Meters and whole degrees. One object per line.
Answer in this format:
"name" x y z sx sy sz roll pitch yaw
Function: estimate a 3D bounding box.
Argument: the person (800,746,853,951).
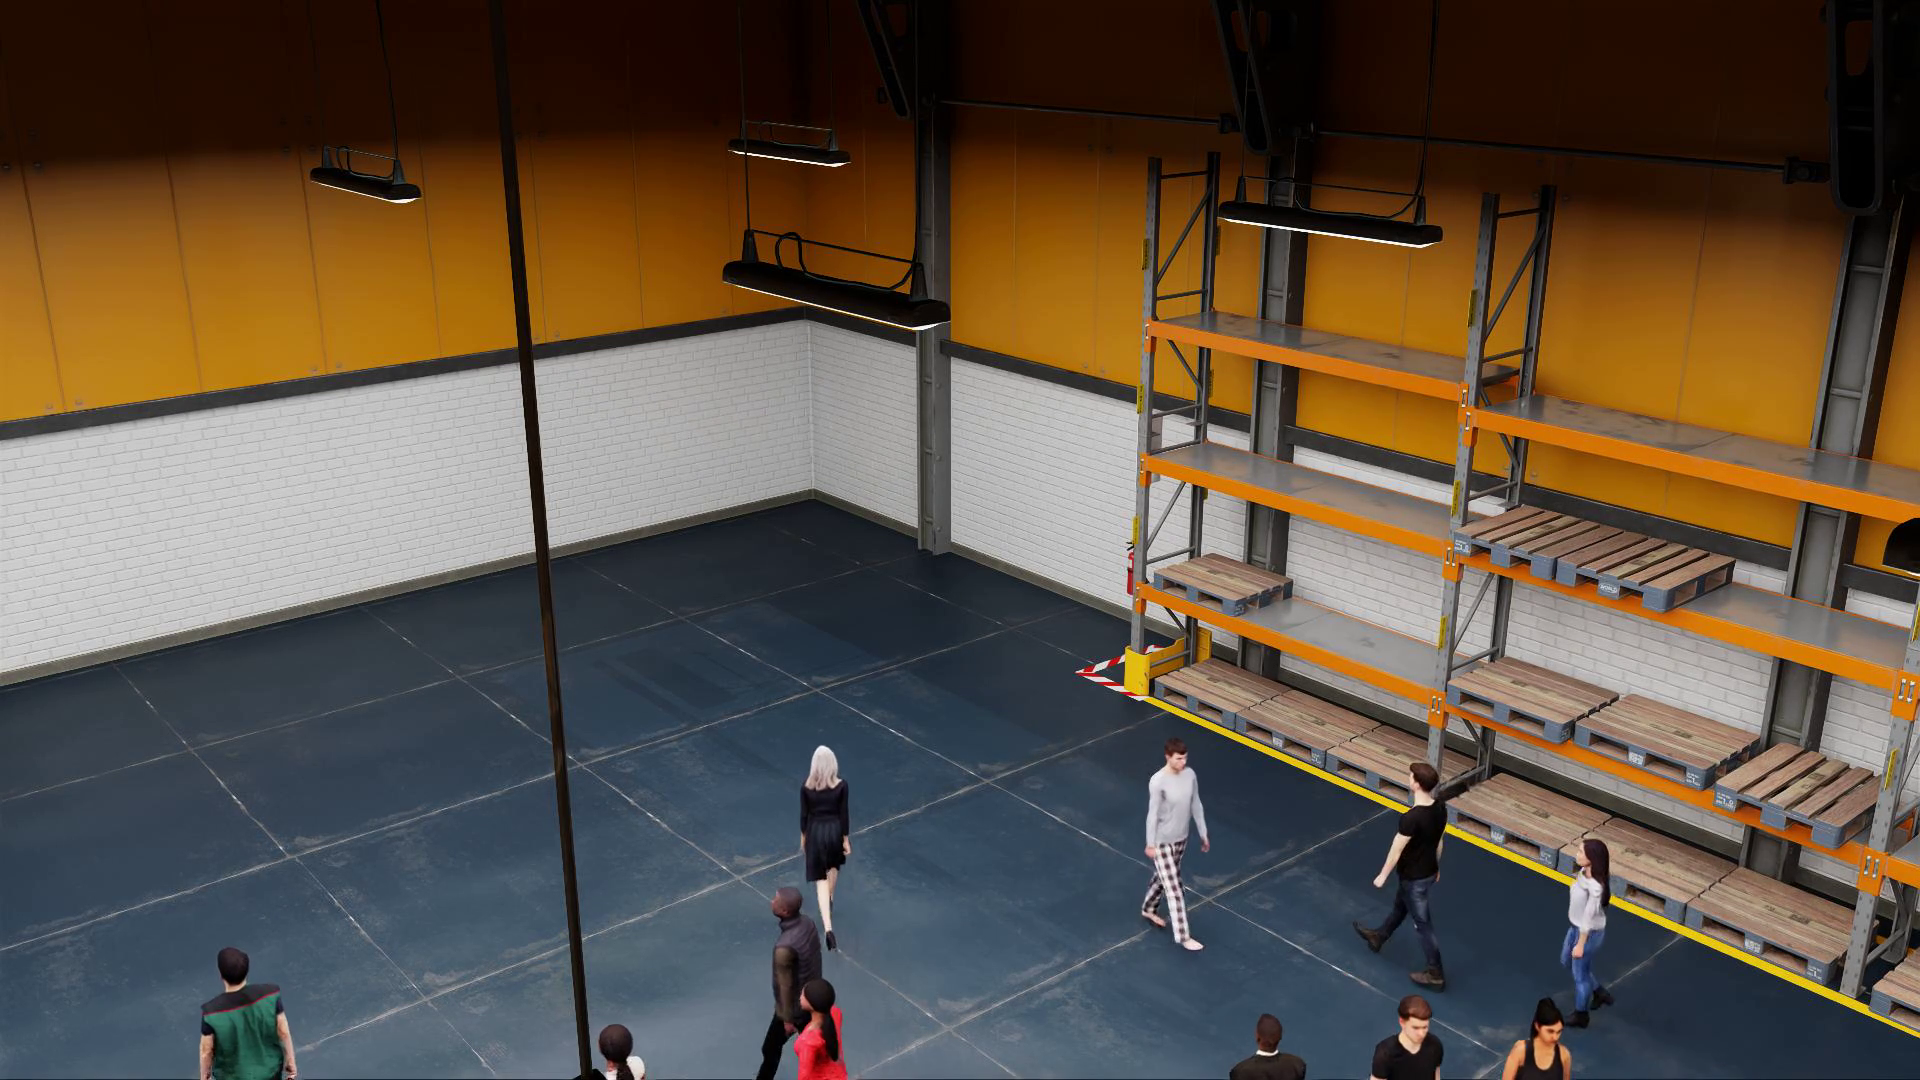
"person" -1.125 2.597 13.898 0.989 1.696 1.224 -3 19 -8

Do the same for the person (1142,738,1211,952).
"person" 1.718 2.482 14.051 0.686 1.816 1.068 -14 23 -35

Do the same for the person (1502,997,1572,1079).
"person" 3.650 3.670 10.784 0.727 1.649 0.761 -3 19 -7

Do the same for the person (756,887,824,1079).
"person" -1.070 3.280 11.699 1.179 1.805 1.041 5 19 16

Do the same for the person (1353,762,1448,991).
"person" 3.726 2.722 13.277 0.738 1.855 1.168 -17 25 -42

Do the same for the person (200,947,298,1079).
"person" -4.581 3.558 10.797 0.712 1.854 1.226 -14 23 -36

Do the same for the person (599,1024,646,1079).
"person" -2.045 3.809 10.292 1.210 1.700 0.882 9 21 25

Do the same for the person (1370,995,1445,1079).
"person" 2.774 3.652 10.534 0.926 1.844 1.126 -5 19 -16

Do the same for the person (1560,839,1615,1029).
"person" 4.880 3.032 12.727 0.823 1.619 0.767 4 19 12

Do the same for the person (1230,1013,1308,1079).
"person" 1.921 3.806 10.243 1.128 1.738 1.296 -1 19 -4

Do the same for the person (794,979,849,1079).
"person" -0.787 3.651 10.701 1.243 1.739 1.037 6 20 17
